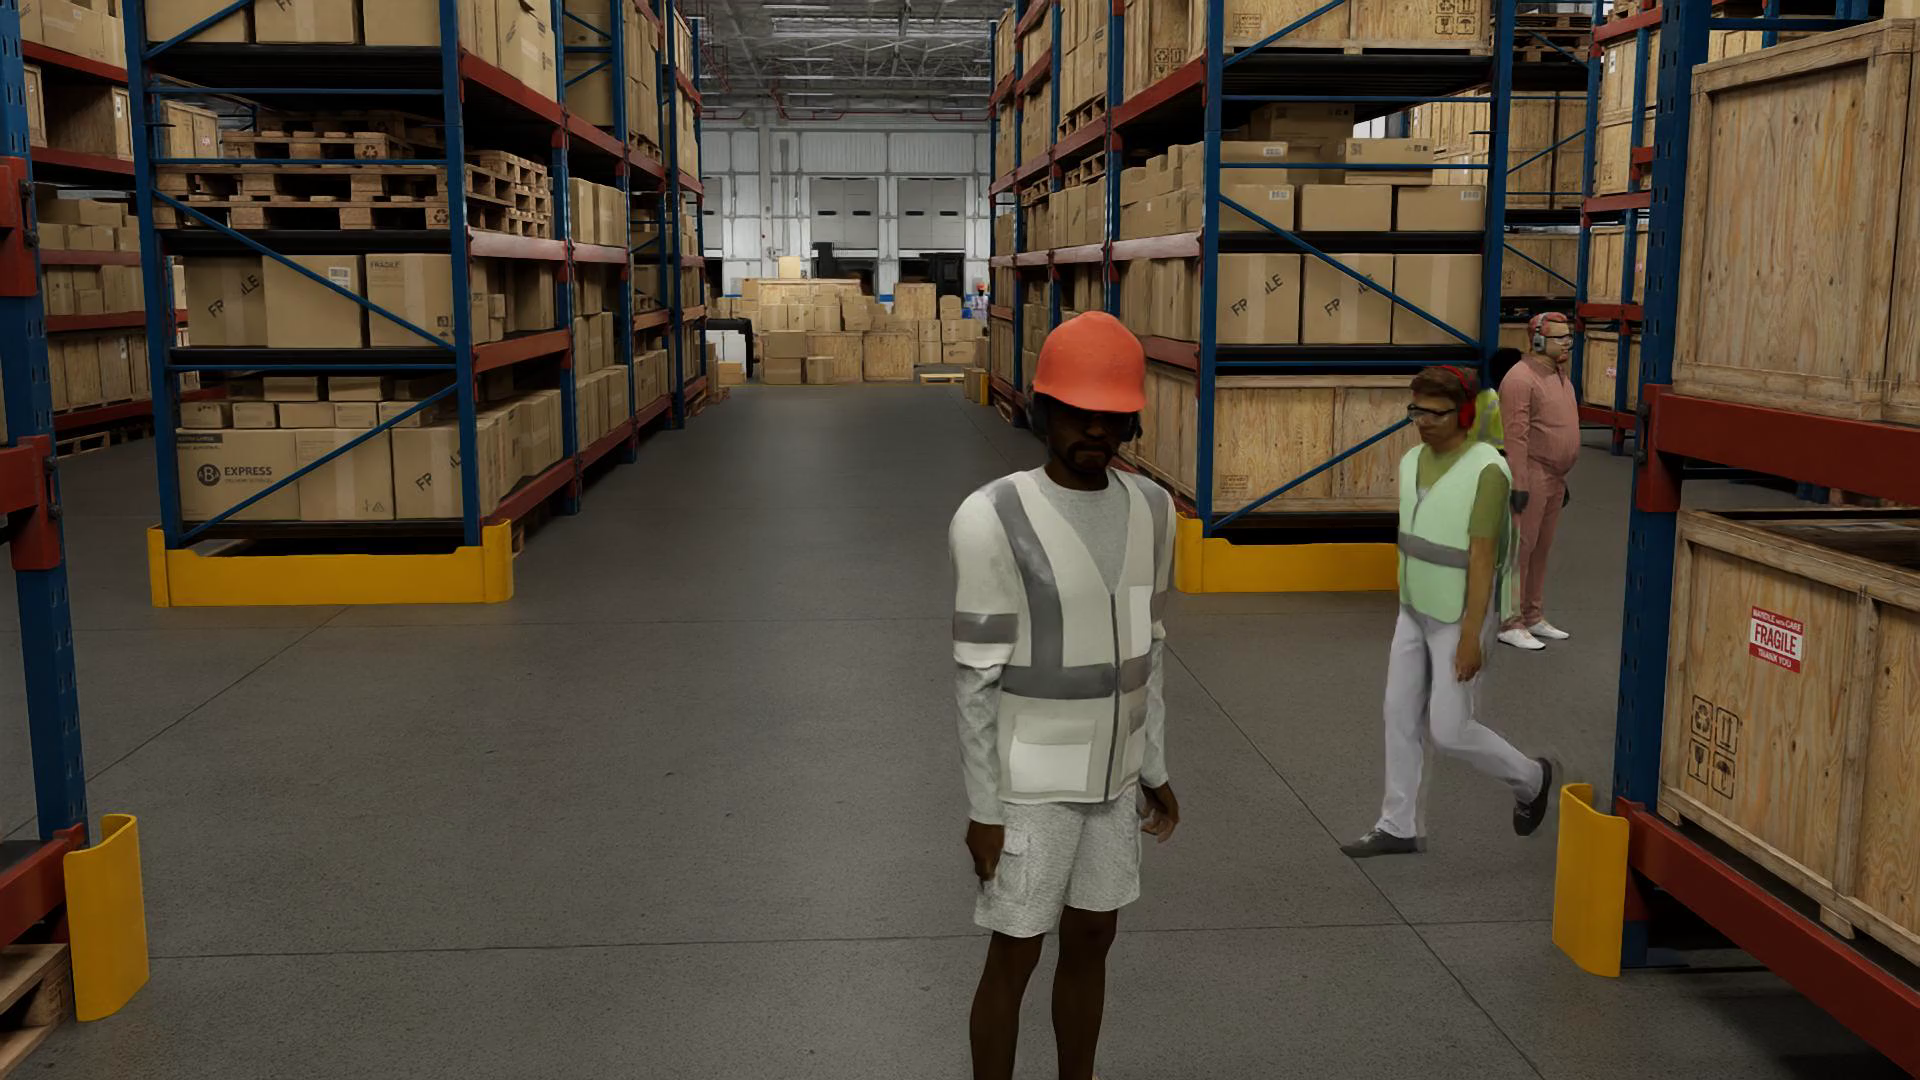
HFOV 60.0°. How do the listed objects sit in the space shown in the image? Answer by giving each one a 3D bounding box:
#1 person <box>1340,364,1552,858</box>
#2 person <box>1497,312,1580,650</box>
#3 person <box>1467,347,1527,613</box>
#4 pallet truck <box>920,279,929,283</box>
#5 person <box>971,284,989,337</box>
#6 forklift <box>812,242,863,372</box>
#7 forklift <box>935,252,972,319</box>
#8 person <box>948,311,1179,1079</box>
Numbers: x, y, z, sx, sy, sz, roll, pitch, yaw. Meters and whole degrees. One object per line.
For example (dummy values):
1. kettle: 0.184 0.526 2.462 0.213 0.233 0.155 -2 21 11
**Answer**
1. person: 1.789 0.277 5.928 0.667 1.815 0.597 -3 10 -20
2. person: 3.327 -0.342 9.522 0.406 1.910 0.639 8 12 41
3. person: 3.287 -0.365 10.373 0.423 1.674 0.562 1 9 3
4. pallet truck: -0.932 -8.922 63.114 1.885 1.965 0.823 2 9 13
5. person: 0.571 -6.320 47.148 0.574 1.888 0.991 -3 10 -21
6. forklift: -2.938 -5.074 36.192 1.873 2.768 1.129 -1 9 -4
7. forklift: -0.304 -7.584 51.949 1.129 2.768 1.873 -5 10 -30
8. person: 0.261 0.519 3.704 0.609 2.040 0.394 -7 11 -37
